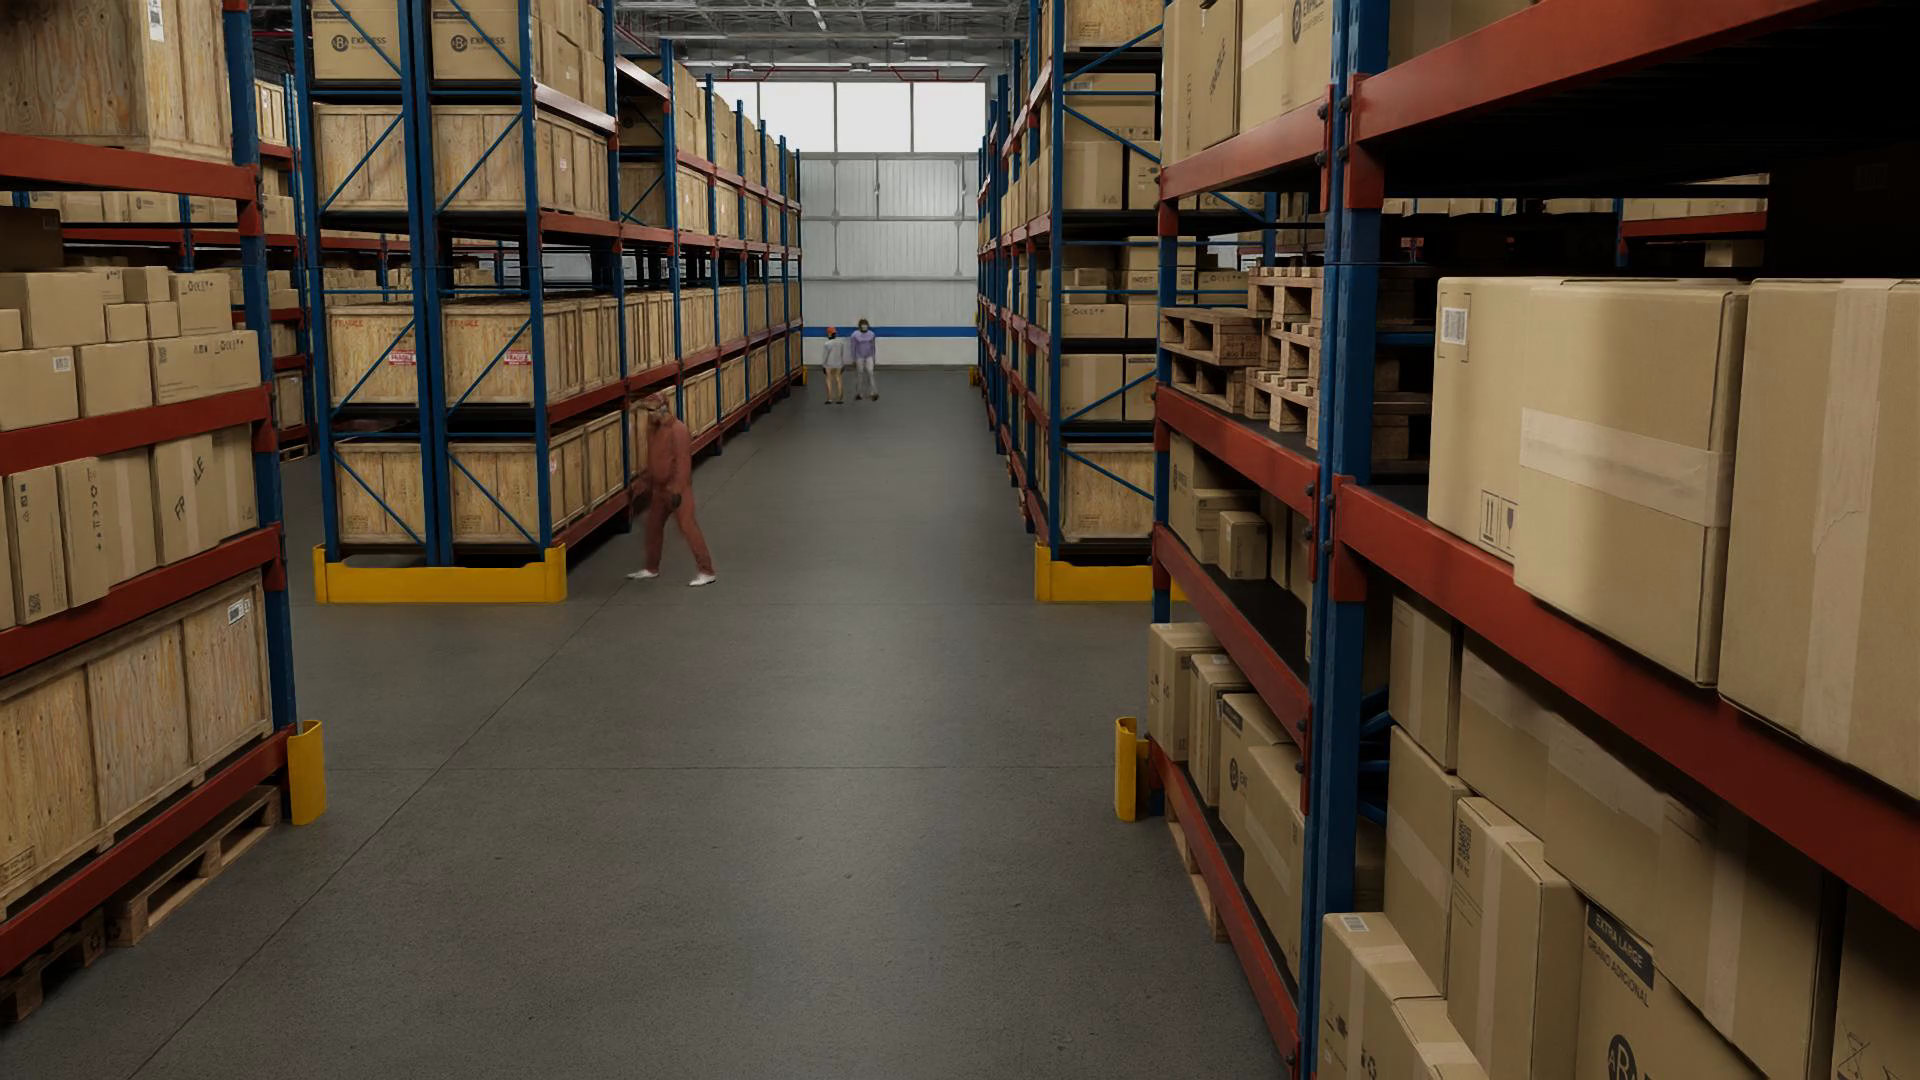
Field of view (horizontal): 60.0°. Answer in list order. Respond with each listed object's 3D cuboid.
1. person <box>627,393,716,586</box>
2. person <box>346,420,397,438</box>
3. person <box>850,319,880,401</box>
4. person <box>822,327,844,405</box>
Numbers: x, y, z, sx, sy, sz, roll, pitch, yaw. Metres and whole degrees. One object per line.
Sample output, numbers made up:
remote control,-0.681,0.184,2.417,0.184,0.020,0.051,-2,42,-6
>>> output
person,-2.832,-0.502,16.087,0.522,1.868,0.753,-8,12,-41
person,-7.961,-1.543,22.451,0.650,1.862,0.996,2,9,12
person,-2.185,-4.125,38.193,0.647,1.880,1.020,-4,10,-25
person,-2.853,-3.898,37.264,0.570,1.737,0.356,-7,12,-39
